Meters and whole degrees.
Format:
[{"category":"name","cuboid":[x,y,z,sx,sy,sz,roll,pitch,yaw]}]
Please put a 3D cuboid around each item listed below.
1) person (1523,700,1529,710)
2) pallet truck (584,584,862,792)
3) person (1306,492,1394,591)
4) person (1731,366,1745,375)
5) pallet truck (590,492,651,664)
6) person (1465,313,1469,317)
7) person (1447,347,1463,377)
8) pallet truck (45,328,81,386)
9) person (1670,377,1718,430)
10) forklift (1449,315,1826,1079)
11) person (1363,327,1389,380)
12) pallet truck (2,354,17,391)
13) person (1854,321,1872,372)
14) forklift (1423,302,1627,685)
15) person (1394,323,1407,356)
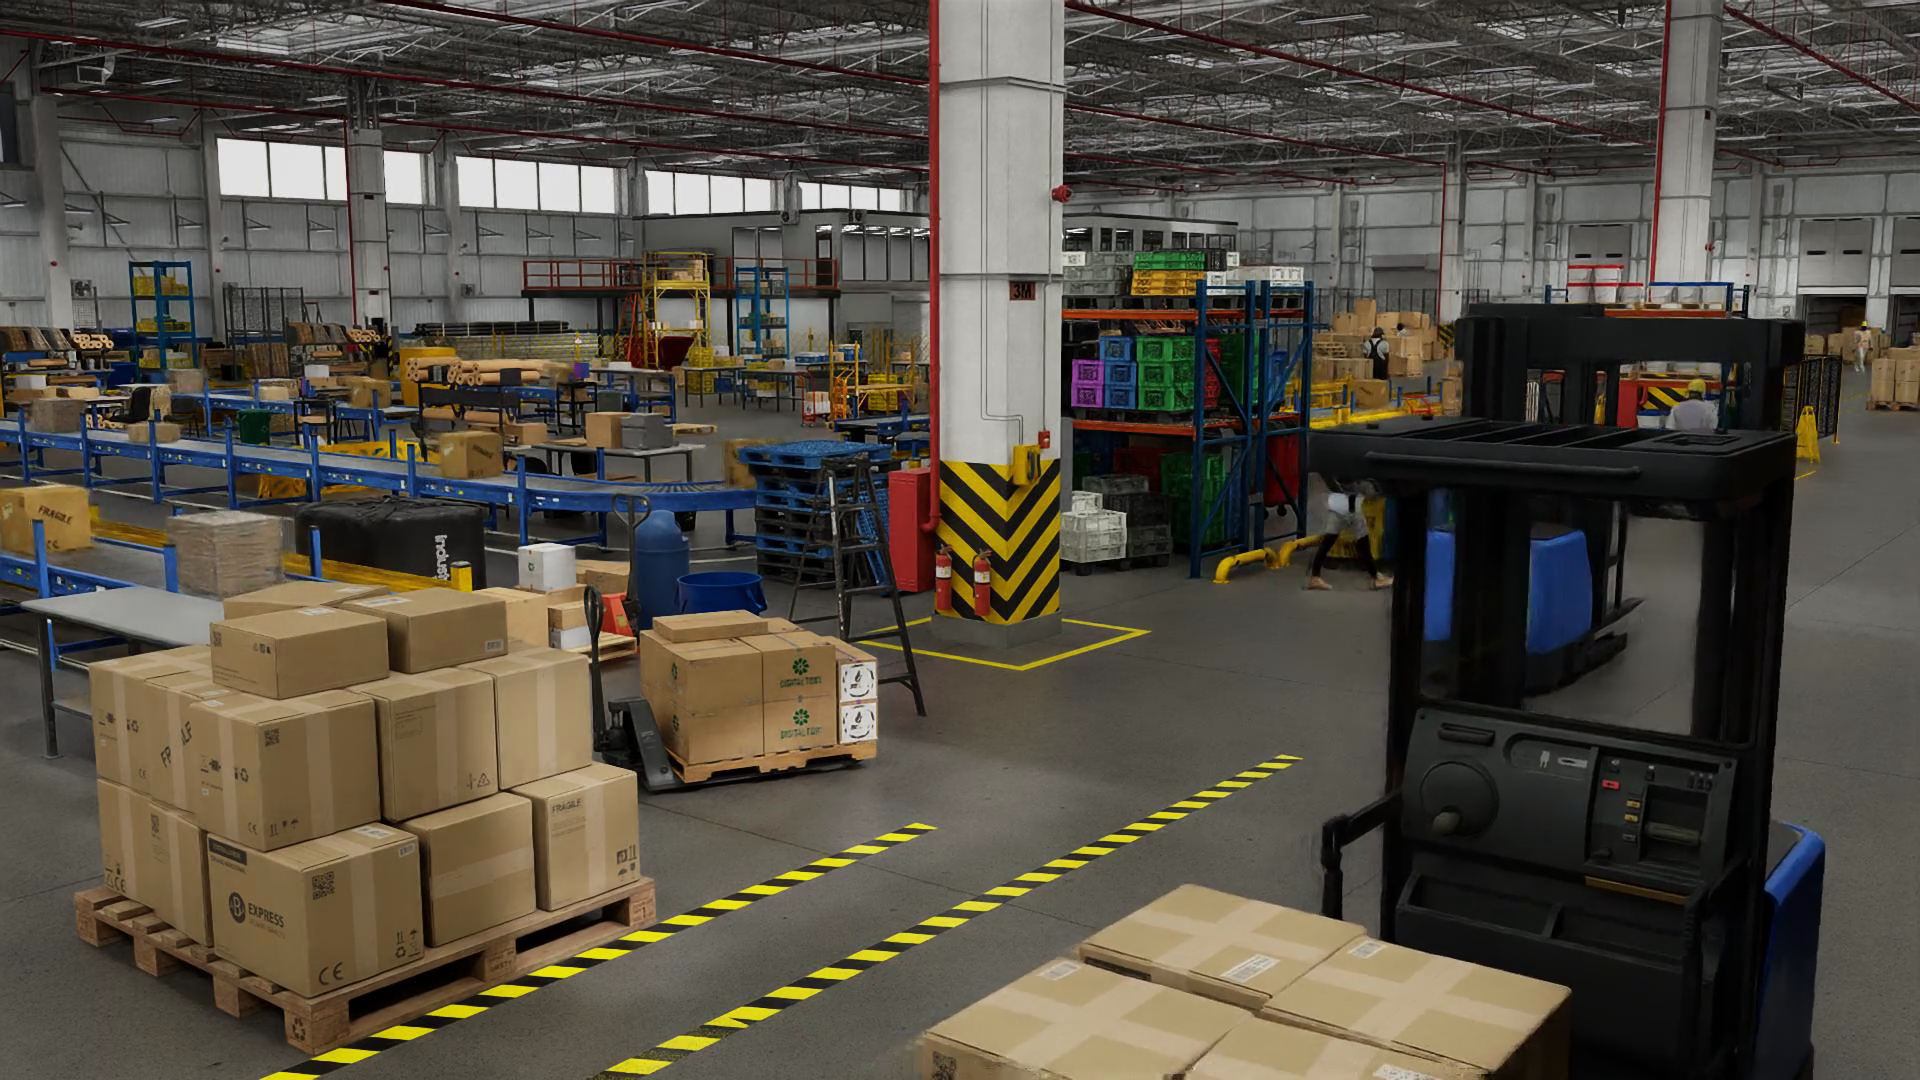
[{"category":"person","cuboid":[3.320,0.561,10.331,0.546,1.617,0.517,-6,11,-37]},{"category":"pallet truck","cuboid":[-1.426,0.805,10.019,1.601,1.201,0.680,-4,9,-26]},{"category":"person","cuboid":[3.794,-0.314,16.127,0.875,1.644,0.533,-2,9,-12]},{"category":"person","cuboid":[27.611,-6.814,58.992,0.379,1.940,0.629,-4,9,-26]},{"category":"pallet truck","cuboid":[-3.115,0.344,12.883,0.653,1.274,1.630,7,11,37]},{"category":"person","cuboid":[24.549,-9.958,80.133,0.963,1.962,0.624,0,8,-3]},{"category":"person","cuboid":[11.987,-4.022,40.227,0.436,1.919,0.573,-2,9,-16]},{"category":"pallet truck","cuboid":[-23.775,-4.544,43.495,1.885,1.965,0.823,6,10,35]},{"category":"person","cuboid":[9.431,-1.181,21.413,0.614,1.815,0.451,7,11,41]},{"category":"forklift","cuboid":[1.992,0.701,5.171,1.129,2.768,1.873,6,11,37]},{"category":"person","cuboid":[10.890,-4.548,43.378,0.675,2.000,0.536,6,11,37]},{"category":"pallet truck","cuboid":[-24.881,-4.417,42.634,1.885,1.965,0.823,8,11,41]},{"category":"person","cuboid":[33.254,-7.132,61.317,0.585,1.892,0.905,0,8,-2]},{"category":"forklift","cuboid":[4.379,-0.438,12.852,1.129,2.768,1.873,7,11,37]},{"category":"person","cuboid":[16.204,-7.144,61.657,0.901,1.802,0.654,-1,8,-7]}]
